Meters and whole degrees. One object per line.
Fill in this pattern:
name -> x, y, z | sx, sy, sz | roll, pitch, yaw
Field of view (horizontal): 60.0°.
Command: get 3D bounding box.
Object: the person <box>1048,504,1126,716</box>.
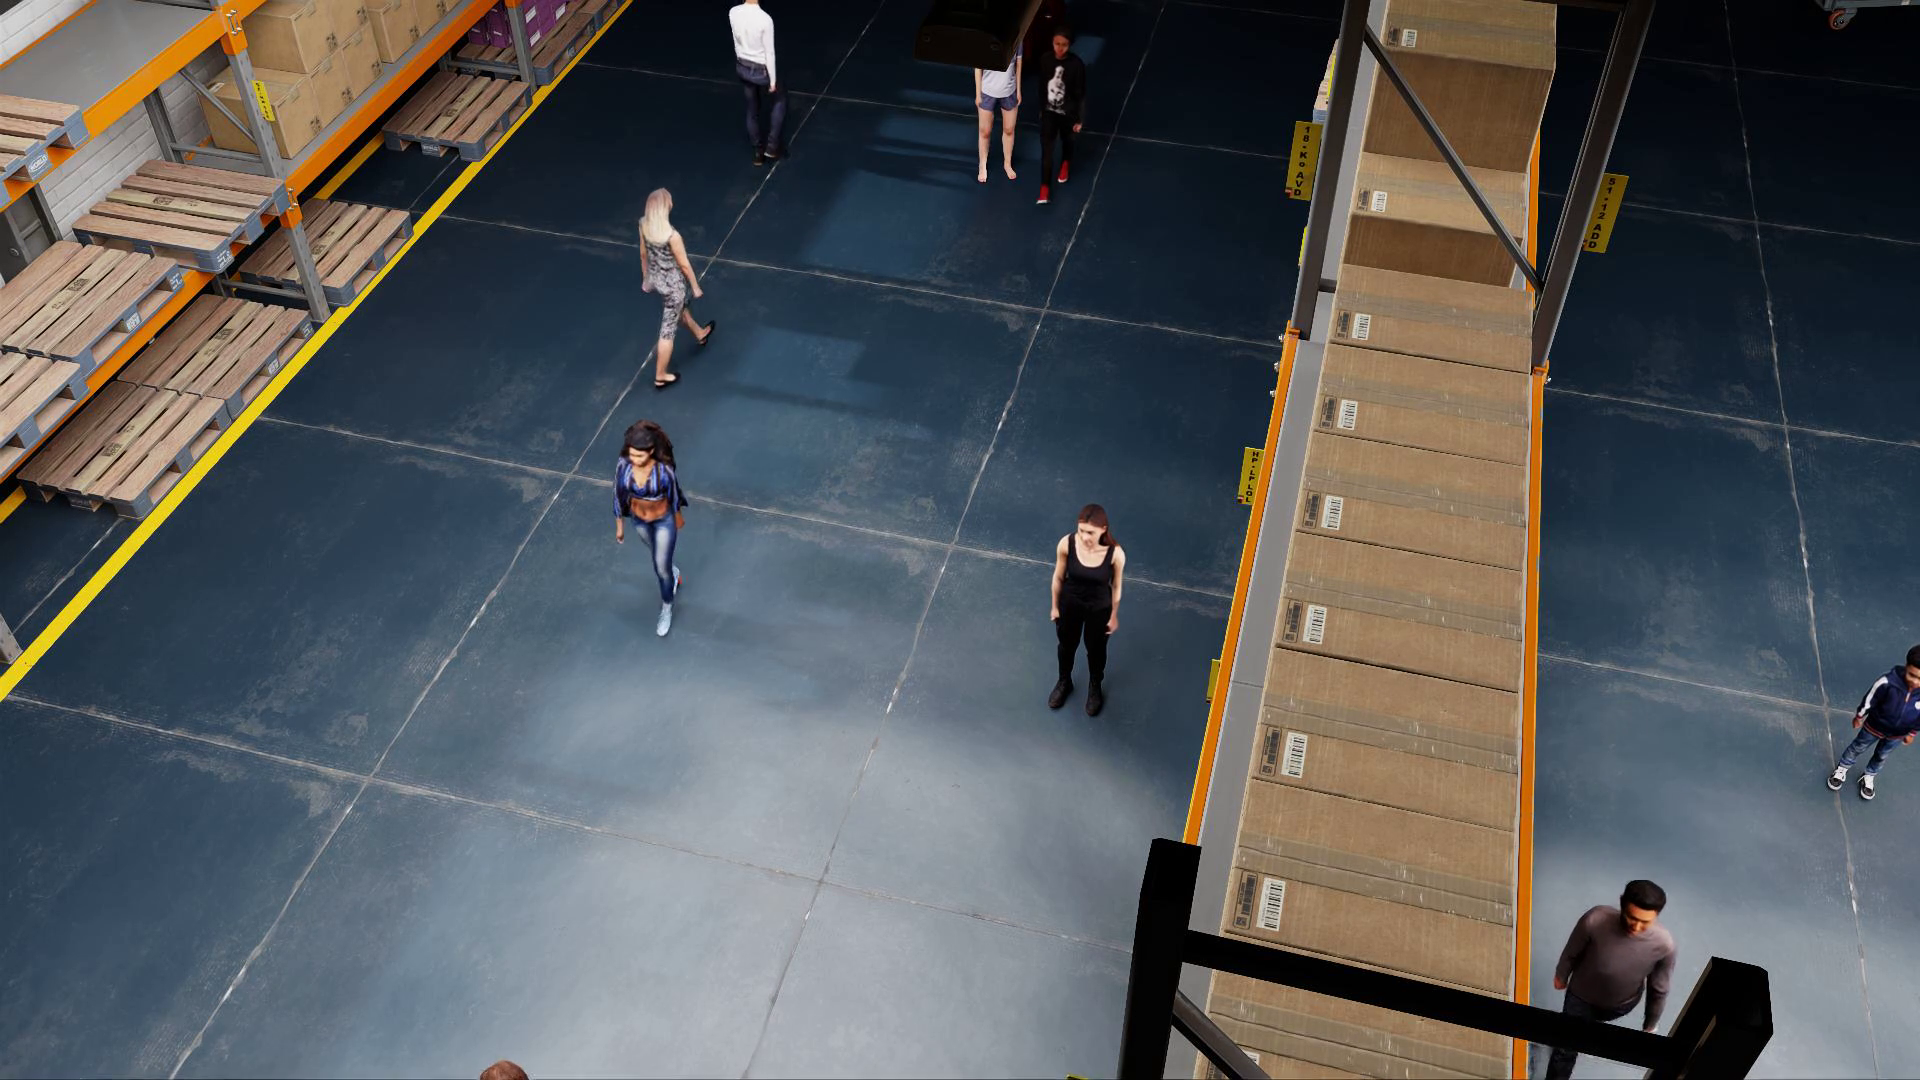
person -> 0.789, 0.423, 10.415 | 0.578, 1.688, 0.524 | 11, 45, 11

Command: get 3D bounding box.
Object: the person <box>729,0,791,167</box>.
person -> -1.902, -4.251, 15.198 | 0.654, 1.859, 0.667 | 16, 46, 16

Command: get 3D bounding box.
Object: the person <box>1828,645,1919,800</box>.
person -> 5.628, 1.089, 10.055 | 0.550, 1.221, 0.521 | 18, 46, 18

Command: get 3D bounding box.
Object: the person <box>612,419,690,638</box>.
person -> -2.027, -0.182, 11.116 | 0.609, 1.598, 0.788 | 11, 45, 11

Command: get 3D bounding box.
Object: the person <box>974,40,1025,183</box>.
person -> 0.355, -4.084, 15.133 | 0.671, 1.707, 0.668 | -7, 44, -7

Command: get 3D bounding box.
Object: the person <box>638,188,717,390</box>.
person -> -2.332, -1.895, 12.866 | 0.879, 1.664, 1.130 | 29, 51, 27

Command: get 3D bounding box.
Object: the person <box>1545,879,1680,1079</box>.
person -> 3.301, 2.235, 8.484 | 1.118, 1.728, 0.738 | 11, 45, 11

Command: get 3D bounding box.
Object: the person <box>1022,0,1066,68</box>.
person -> 0.721, -5.263, 16.351 | 1.141, 1.733, 1.001 | -31, 51, -28

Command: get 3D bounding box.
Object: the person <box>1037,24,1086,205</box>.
person -> 0.921, -3.891, 14.985 | 0.626, 1.631, 1.099 | 11, 45, 12
